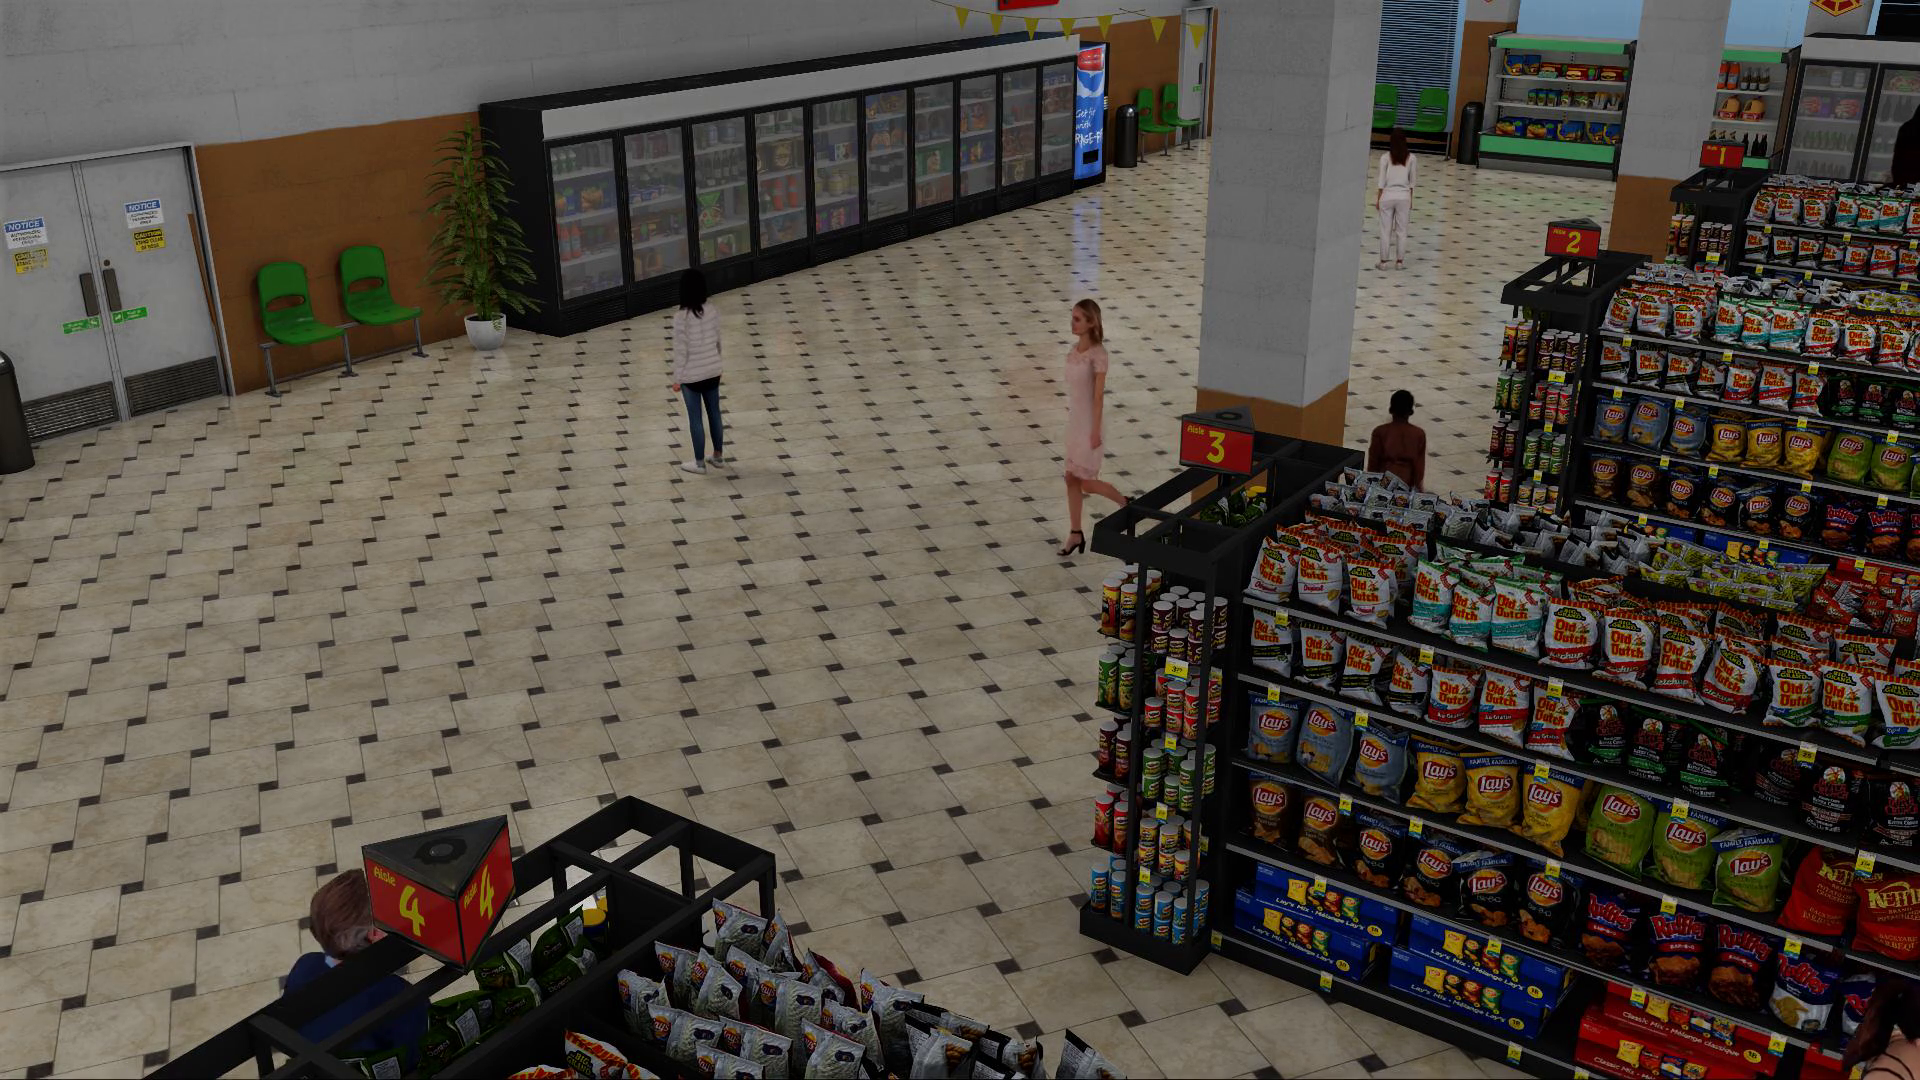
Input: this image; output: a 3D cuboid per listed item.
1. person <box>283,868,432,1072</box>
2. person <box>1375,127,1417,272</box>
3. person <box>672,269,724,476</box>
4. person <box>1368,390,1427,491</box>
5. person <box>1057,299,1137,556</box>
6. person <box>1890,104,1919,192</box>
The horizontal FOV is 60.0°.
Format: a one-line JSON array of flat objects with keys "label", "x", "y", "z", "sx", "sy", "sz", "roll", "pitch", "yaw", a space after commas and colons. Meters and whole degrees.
[{"label": "person", "x": -1.782, "y": 1.858, "z": 4.913, "sx": 0.706, "sy": 1.849, "sz": 0.751, "roll": 13, "pitch": 25, "yaw": 28}, {"label": "person", "x": 5.211, "y": -4.078, "z": 19.902, "sx": 0.644, "sy": 1.688, "sz": 0.744, "roll": 1, "pitch": 22, "yaw": 3}, {"label": "person", "x": -2.060, "y": -1.337, "z": 13.149, "sx": 0.594, "sy": 1.638, "sz": 0.649, "roll": 20, "pitch": 29, "yaw": 40}, {"label": "person", "x": 2.953, "y": -0.386, "z": 11.337, "sx": 0.908, "sy": 1.222, "sz": 0.819, "roll": 4, "pitch": 22, "yaw": 11}, {"label": "person", "x": 0.949, "y": -0.762, "z": 11.477, "sx": 0.876, "sy": 1.816, "sz": 0.924, "roll": -11, "pitch": 25, "yaw": -26}, {"label": "person", "x": 12.374, "y": -4.791, "z": 21.645, "sx": 1.064, "sy": 1.712, "sz": 0.801, "roll": 18, "pitch": 28, "yaw": 37}]
